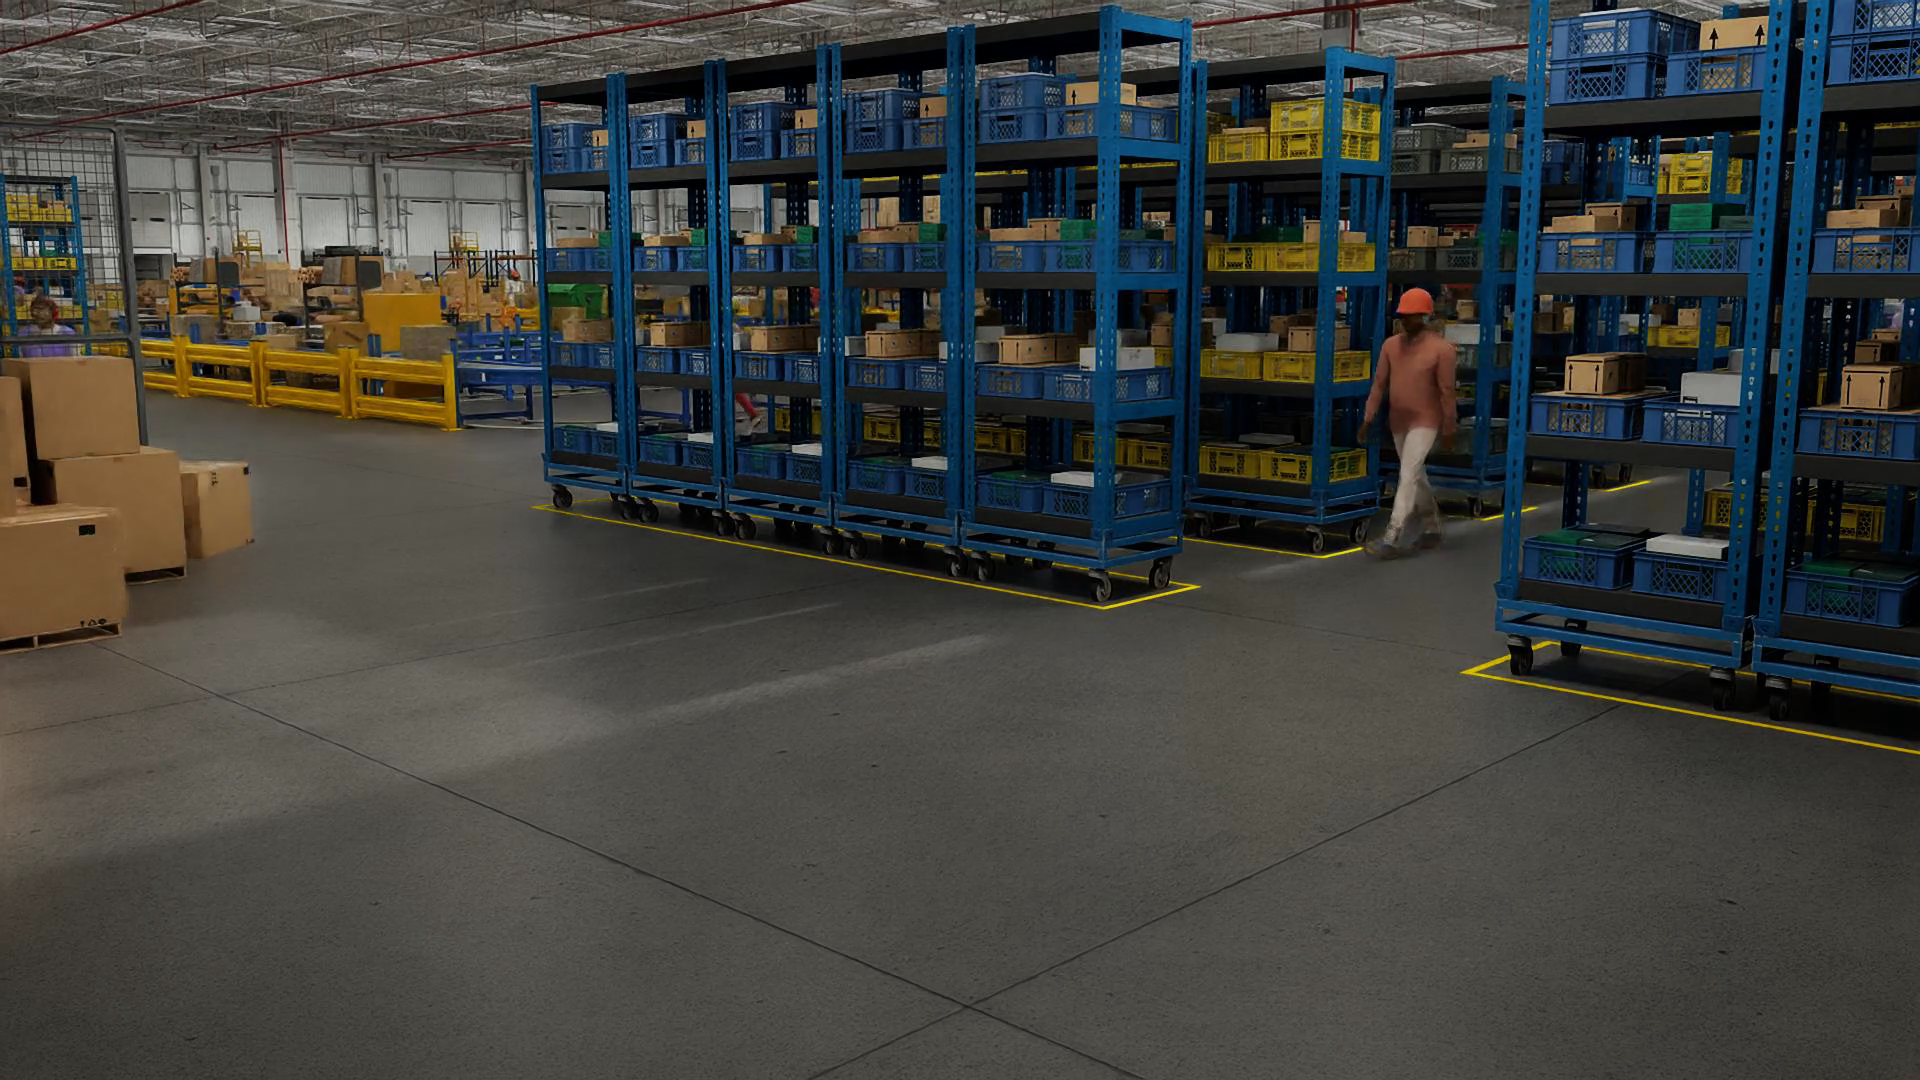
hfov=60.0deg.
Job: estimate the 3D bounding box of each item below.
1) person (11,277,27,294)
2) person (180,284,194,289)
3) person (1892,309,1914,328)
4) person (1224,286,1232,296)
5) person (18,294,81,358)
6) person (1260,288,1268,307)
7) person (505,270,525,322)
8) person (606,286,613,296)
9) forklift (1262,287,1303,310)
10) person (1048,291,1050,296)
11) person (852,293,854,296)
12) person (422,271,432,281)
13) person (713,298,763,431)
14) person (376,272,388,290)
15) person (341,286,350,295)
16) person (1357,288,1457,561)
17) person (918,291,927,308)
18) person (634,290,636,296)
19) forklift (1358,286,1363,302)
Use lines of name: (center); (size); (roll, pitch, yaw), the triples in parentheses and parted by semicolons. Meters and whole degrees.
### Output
person: (-24.999, -6.124, 44.436); (0.587, 1.911, 0.694); (6, 11, 33)
person: (-36.986, -11.815, 79.612); (0.599, 1.834, 0.999); (-3, 10, -16)
person: (10.420, -1.843, 18.093); (1.017, 1.966, 0.630); (-8, 13, -42)
person: (7.798, -6.622, 47.716); (0.654, 1.851, 1.031); (-3, 10, -15)
person: (-8.440, -1.360, 15.461); (0.570, 1.845, 0.390); (0, 9, -2)
person: (10.431, -8.013, 56.617); (0.541, 1.724, 0.869); (8, 12, 39)
person: (-15.529, -8.418, 58.211); (0.647, 2.001, 0.980); (-7, 11, -35)
person: (-13.430, -9.209, 64.028); (0.316, 1.696, 0.540); (-9, 13, -44)
forklift: (10.769, -8.203, 54.240); (1.129, 2.768, 1.873); (8, 12, 42)
person: (3.002, -7.956, 56.159); (0.326, 1.760, 0.524); (2, 9, 10)
person: (-4.928, -11.224, 75.752); (0.779, 1.912, 0.628); (-2, 10, -13)
person: (-27.451, -12.897, 85.870); (0.604, 1.948, 0.386); (3, 10, 17)
person: (-2.867, -2.202, 20.962); (0.884, 1.731, 0.519); (-6, 11, -32)
person: (-19.033, -7.889, 55.154); (0.635, 1.946, 0.963); (2, 9, 13)
person: (-22.154, -8.675, 60.163); (0.607, 1.889, 0.600); (-4, 10, -25)
person: (3.251, -0.840, 12.001); (1.045, 1.941, 0.629); (-6, 11, -34)
person: (-1.031, -5.627, 41.704); (0.403, 1.817, 0.606); (-4, 10, -24)
person: (-13.326, -9.863, 67.495); (0.964, 1.880, 0.599); (-1, 9, -7)
forklift: (11.100, -7.017, 46.970); (1.873, 2.768, 1.129); (9, 13, 43)
